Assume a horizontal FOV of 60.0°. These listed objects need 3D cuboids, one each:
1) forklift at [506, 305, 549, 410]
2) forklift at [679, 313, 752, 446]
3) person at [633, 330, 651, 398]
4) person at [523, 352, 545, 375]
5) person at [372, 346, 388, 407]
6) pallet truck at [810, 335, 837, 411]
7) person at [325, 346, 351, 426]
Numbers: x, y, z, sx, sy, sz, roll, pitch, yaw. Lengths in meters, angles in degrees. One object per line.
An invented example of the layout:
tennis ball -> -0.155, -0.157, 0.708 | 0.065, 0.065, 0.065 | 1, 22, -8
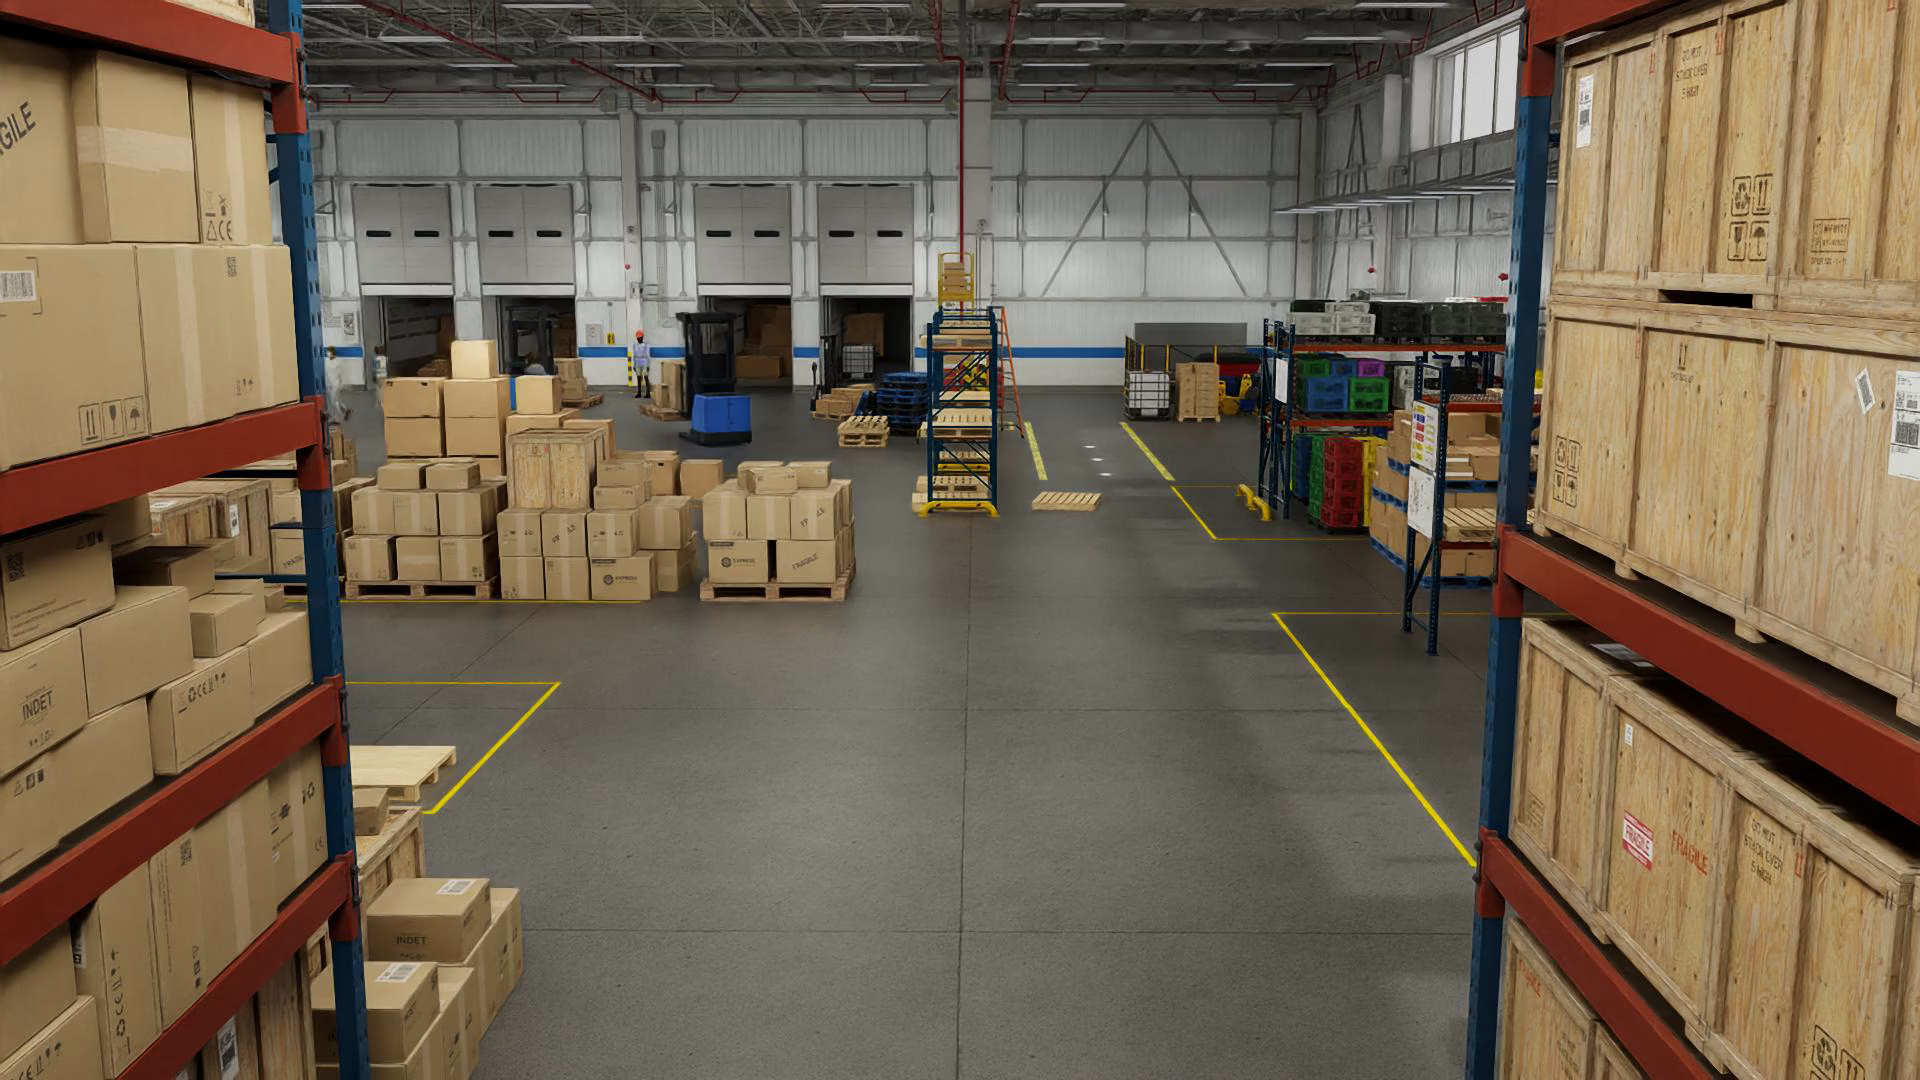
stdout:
forklift -> -10.735, -4.452, 41.385 | 1.129, 2.768, 1.873 | 0, 10, 1
forklift -> -5.311, -3.521, 36.017 | 1.129, 2.768, 1.873 | -5, 11, -25
person -> -9.057, -4.986, 47.234 | 0.543, 1.928, 0.393 | 4, 11, 20
person -> -9.532, -3.233, 37.107 | 0.473, 1.923, 0.660 | 4, 11, 22
person -> -15.496, -4.380, 44.608 | 0.475, 1.626, 0.520 | 4, 11, 21
pallet truck -> -3.021, -4.312, 43.126 | 1.885, 1.965, 0.823 | 3, 10, 17
person -> -14.933, -3.707, 39.897 | 0.635, 1.920, 0.668 | 6, 12, 33
